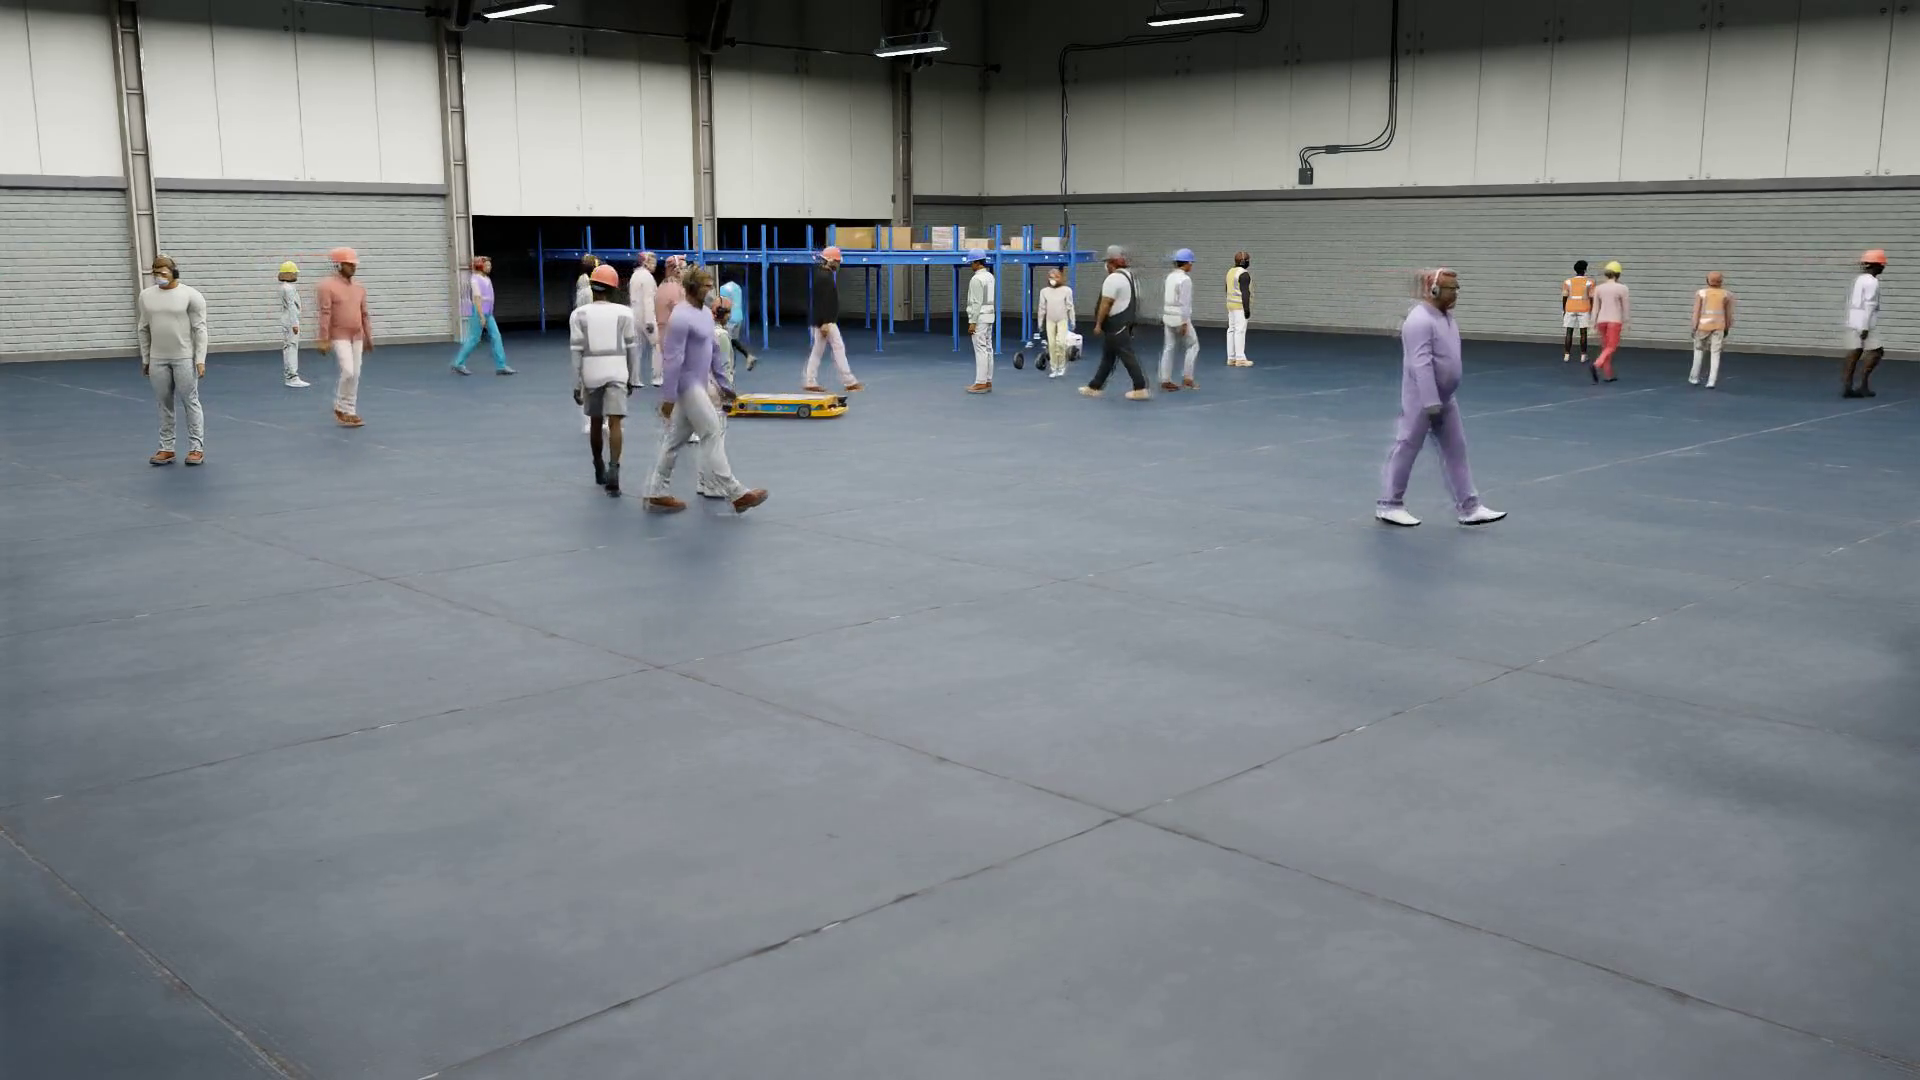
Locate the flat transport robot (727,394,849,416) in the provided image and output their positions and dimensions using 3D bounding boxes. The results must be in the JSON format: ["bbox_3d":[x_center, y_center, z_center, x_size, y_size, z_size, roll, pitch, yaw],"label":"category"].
[{"bbox_3d":[-2.089,-1.605,19.723,1.431,0.197,0.652,2,10,8],"label":"flat transport robot"}]

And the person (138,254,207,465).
[{"bbox_3d":[-7.283,-1.666,15.407,0.627,1.935,0.373,0,10,2],"label":"person"}]

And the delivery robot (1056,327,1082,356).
[{"bbox_3d":[1.823,-3.394,28.452,0.477,0.478,0.707,5,12,25],"label":"delivery robot"}]

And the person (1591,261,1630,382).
[{"bbox_3d":[9.340,-3.146,23.985,0.735,1.743,0.526,-8,13,-36],"label":"person"}]

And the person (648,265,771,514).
[{"bbox_3d":[-1.956,-1.133,12.644,1.042,1.874,0.630,1,10,7],"label":"person"}]

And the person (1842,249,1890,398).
[{"bbox_3d":[11.844,-2.815,21.704,0.504,1.919,0.542,1,10,5],"label":"person"}]

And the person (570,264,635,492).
[{"bbox_3d":[-2.980,-1.361,13.929,0.538,1.886,1.031,-2,11,-11],"label":"person"}]

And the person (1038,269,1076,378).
[{"bbox_3d":[1.419,-3.202,24.638,0.547,1.612,0.504,4,11,19],"label":"person"}]

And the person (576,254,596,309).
[{"bbox_3d":[-5.343,-3.222,24.143,0.429,1.841,0.633,4,11,23],"label":"person"}]

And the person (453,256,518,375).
[{"bbox_3d":[-7.309,-3.416,25.324,0.953,1.805,0.586,1,10,8],"label":"person"}]

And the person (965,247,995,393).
[{"bbox_3d":[0.274,-2.970,22.487,0.395,1.945,0.602,4,11,19],"label":"person"}]

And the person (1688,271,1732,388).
[{"bbox_3d":[10.456,-2.936,23.203,0.540,1.601,0.790,2,11,11],"label":"person"}]

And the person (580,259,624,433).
[{"bbox_3d":[-3.799,-2.063,17.774,0.534,1.854,0.571,-2,11,-13],"label":"person"}]

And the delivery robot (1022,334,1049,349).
[{"bbox_3d":[1.228,-3.182,26.587,0.335,0.223,0.698,6,12,29],"label":"delivery robot"}]

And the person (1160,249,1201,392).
[{"bbox_3d":[3.036,-2.982,22.623,0.671,1.922,0.611,-4,11,-23],"label":"person"}]

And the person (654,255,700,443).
[{"bbox_3d":[-2.890,-1.968,17.120,0.407,1.910,0.640,-6,12,-30],"label":"person"}]

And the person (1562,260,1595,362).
[{"bbox_3d":[10.343,-3.826,27.846,0.537,1.690,0.322,5,12,26],"label":"person"}]

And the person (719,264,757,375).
[{"bbox_3d":[-3.390,-3.305,25.028,0.471,1.687,0.543,4,11,19],"label":"person"}]

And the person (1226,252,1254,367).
[{"bbox_3d":[4.565,-3.767,27.112,0.430,1.845,0.620,-3,11,-16],"label":"person"}]

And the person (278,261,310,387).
[{"bbox_3d":[-9.402,-3.042,23.430,0.294,1.744,0.485,-6,12,-31],"label":"person"}]

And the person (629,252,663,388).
[{"bbox_3d":[-4.297,-3.043,23.066,0.644,1.876,0.742,-7,12,-32],"label":"person"}]

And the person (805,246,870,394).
[{"bbox_3d":[-1.650,-2.910,22.136,0.955,1.950,0.639,-3,11,-15],"label":"person"}]

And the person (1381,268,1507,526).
[{"bbox_3d":[3.494,-1.003,11.983,0.946,1.867,0.650,9,14,42],"label":"person"}]

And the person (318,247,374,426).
[{"bbox_3d":[-6.747,-2.232,18.364,0.473,1.974,0.655,6,12,28],"label":"person"}]

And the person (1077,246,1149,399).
[{"bbox_3d":[2.038,-2.843,21.647,1.034,2.000,0.692,4,11,22],"label":"person"}]

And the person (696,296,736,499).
[{"bbox_3d":[-1.987,-1.163,13.504,0.324,1.630,0.508,-5,12,-26],"label":"person"}]
